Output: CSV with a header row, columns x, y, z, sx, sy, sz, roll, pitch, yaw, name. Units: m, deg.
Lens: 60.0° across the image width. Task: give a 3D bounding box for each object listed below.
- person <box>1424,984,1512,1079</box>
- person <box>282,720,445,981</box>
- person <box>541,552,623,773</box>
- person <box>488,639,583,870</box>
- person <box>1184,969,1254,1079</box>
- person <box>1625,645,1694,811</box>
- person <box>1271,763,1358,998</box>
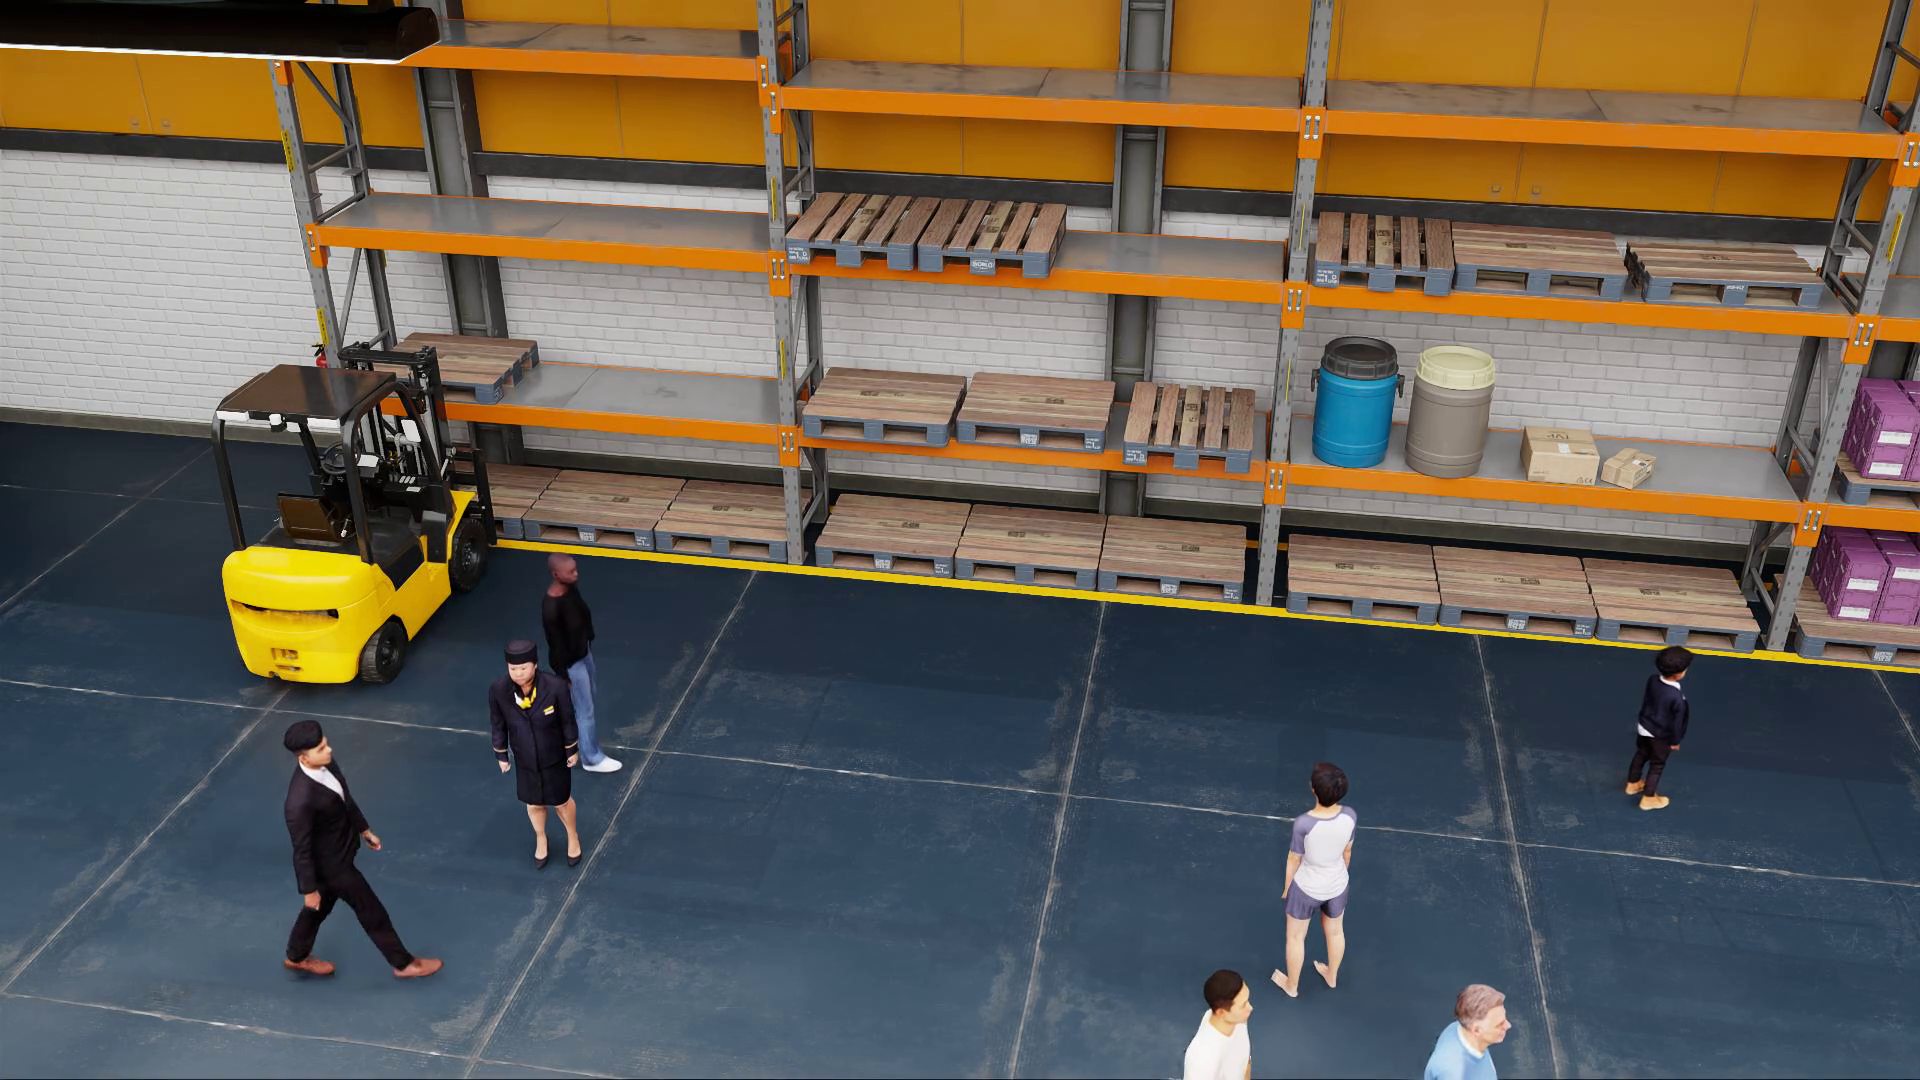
x,y,z,sx,sy,sz,roll,pitch,yaw,name
2.221,2.774,7.792,0.953,1.807,0.826,15,32,25,person
-3.688,1.814,9.519,1.275,1.839,0.938,-3,29,-6,person
-2.733,0.836,11.420,0.915,1.735,0.662,2,29,4,person
-2.657,1.350,10.543,0.641,1.672,0.808,-1,29,-2,person
1.114,2.717,7.917,0.705,1.787,0.705,10,30,18,person
4.701,1.246,11.201,0.592,1.225,0.573,-7,29,-13,person
2.062,1.951,9.556,0.600,1.562,0.704,-8,30,-14,person
